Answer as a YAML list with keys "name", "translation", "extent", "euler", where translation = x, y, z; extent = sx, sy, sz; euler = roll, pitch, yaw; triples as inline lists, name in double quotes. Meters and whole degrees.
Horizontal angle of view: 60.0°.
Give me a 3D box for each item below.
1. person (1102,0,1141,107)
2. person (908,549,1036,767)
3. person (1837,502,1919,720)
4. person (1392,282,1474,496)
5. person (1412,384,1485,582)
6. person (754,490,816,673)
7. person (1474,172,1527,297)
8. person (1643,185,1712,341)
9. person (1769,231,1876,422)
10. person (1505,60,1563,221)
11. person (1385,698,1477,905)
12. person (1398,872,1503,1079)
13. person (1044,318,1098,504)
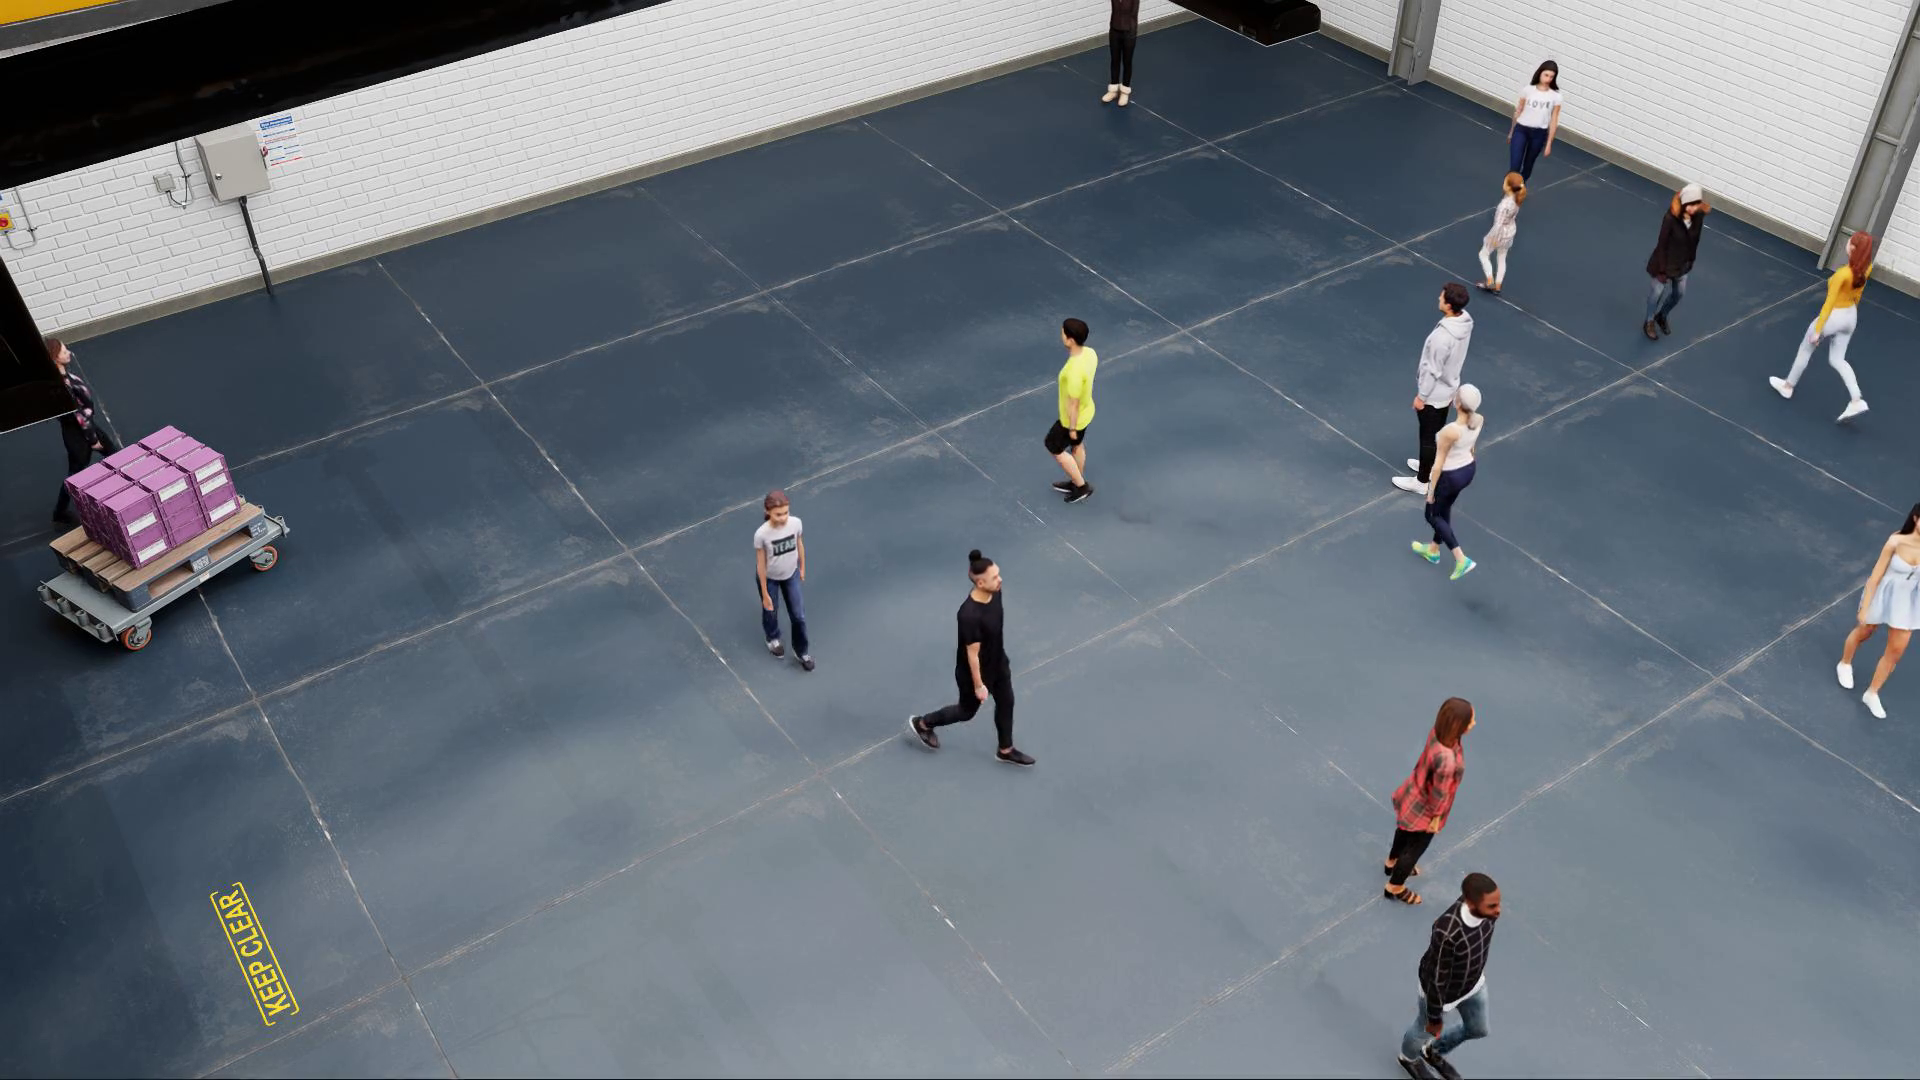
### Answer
- name: "person"
  translation: [1.958, -6.086, 19.921]
  extent: [0.741, 1.659, 0.678]
  euler: [-12, 40, -15]
- name: "person"
  translation: [0.062, 0.806, 11.152]
  extent: [1.240, 1.834, 1.039]
  euler: [17, 42, 20]
- name: "person"
  translation: [6.570, 0.369, 11.796]
  extent: [0.879, 1.712, 0.951]
  euler: [4, 39, 5]
- name: "person"
  translation: [3.932, -1.247, 13.646]
  extent: [0.707, 1.929, 0.756]
  euler: [24, 44, 27]
- name: "person"
  translation: [3.843, -0.409, 12.792]
  extent: [0.610, 1.685, 0.901]
  euler: [-21, 43, -25]
- name: "person"
  translation: [-1.358, 0.218, 12.126]
  extent: [0.627, 1.536, 0.796]
  euler: [-15, 41, -18]
- name: "person"
  translation: [5.376, -2.975, 16.314]
  extent: [0.544, 1.299, 0.538]
  euler: [-27, 46, -30]
- name: "person"
  translation: [6.666, -2.663, 15.668]
  extent: [0.749, 1.618, 0.772]
  euler: [-8, 39, -9]
- name: "person"
  translation: [7.748, -1.835, 14.553]
  extent: [0.767, 1.716, 1.202]
  euler: [-19, 42, -22]
- name: "person"
  translation: [6.034, -4.298, 17.620]
  extent: [1.139, 1.736, 1.102]
  euler: [15, 41, 18]
- name: "person"
  translation: [2.875, 1.592, 10.277]
  extent: [0.773, 1.697, 0.710]
  euler: [6, 39, 7]
- name: "person"
  translation: [2.635, 2.384, 9.194]
  extent: [0.719, 1.810, 0.651]
  euler: [-27, 46, -29]
- name: "person"
  translation: [1.013, -1.034, 13.568]
  extent: [0.833, 1.694, 0.781]
  euler: [14, 41, 17]
